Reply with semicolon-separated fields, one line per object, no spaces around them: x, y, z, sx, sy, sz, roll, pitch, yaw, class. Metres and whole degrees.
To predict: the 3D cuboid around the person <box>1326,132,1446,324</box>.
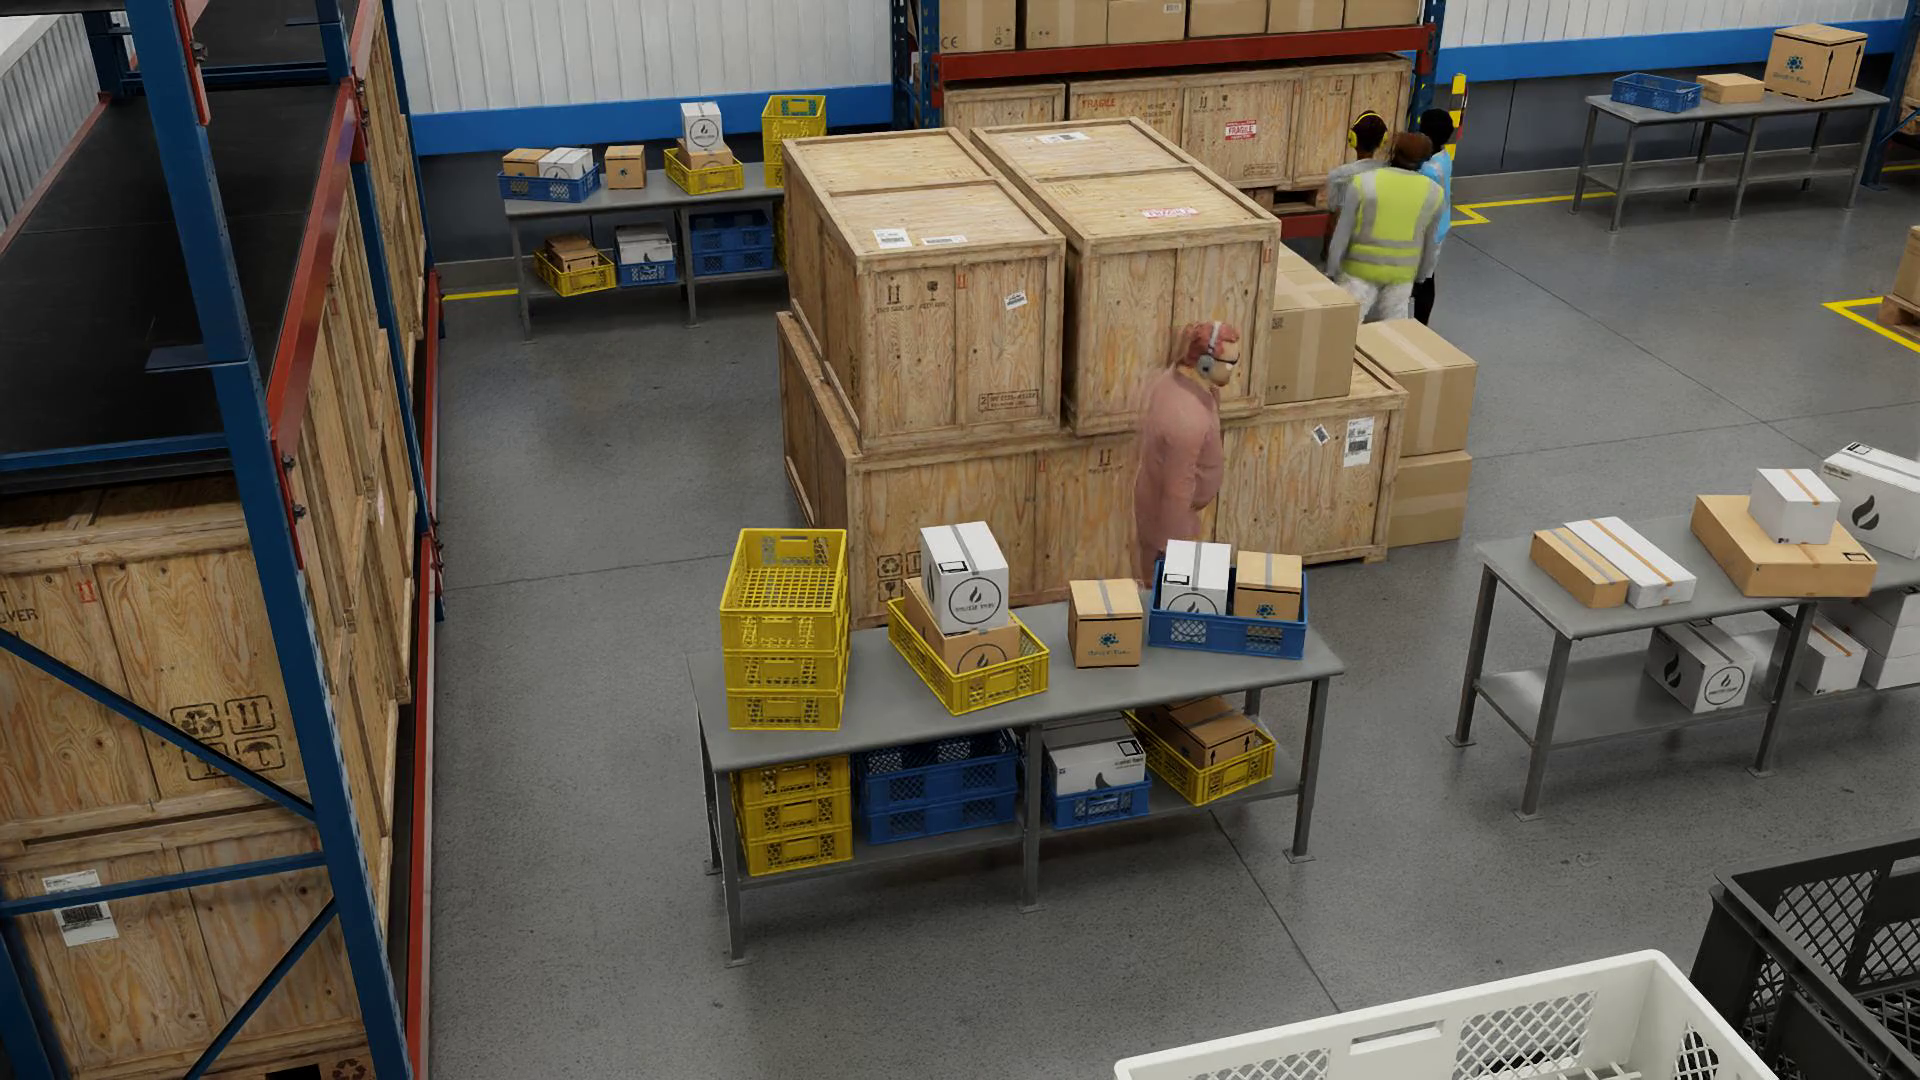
2.623;-1.687;10.583;0.778;1.804;0.502;2;29;4;person

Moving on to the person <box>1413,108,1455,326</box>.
3.199;-2.119;11.464;0.322;1.697;0.535;12;31;21;person

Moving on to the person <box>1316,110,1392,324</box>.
2.551;-1.837;10.777;0.519;1.873;0.335;-4;29;-8;person
